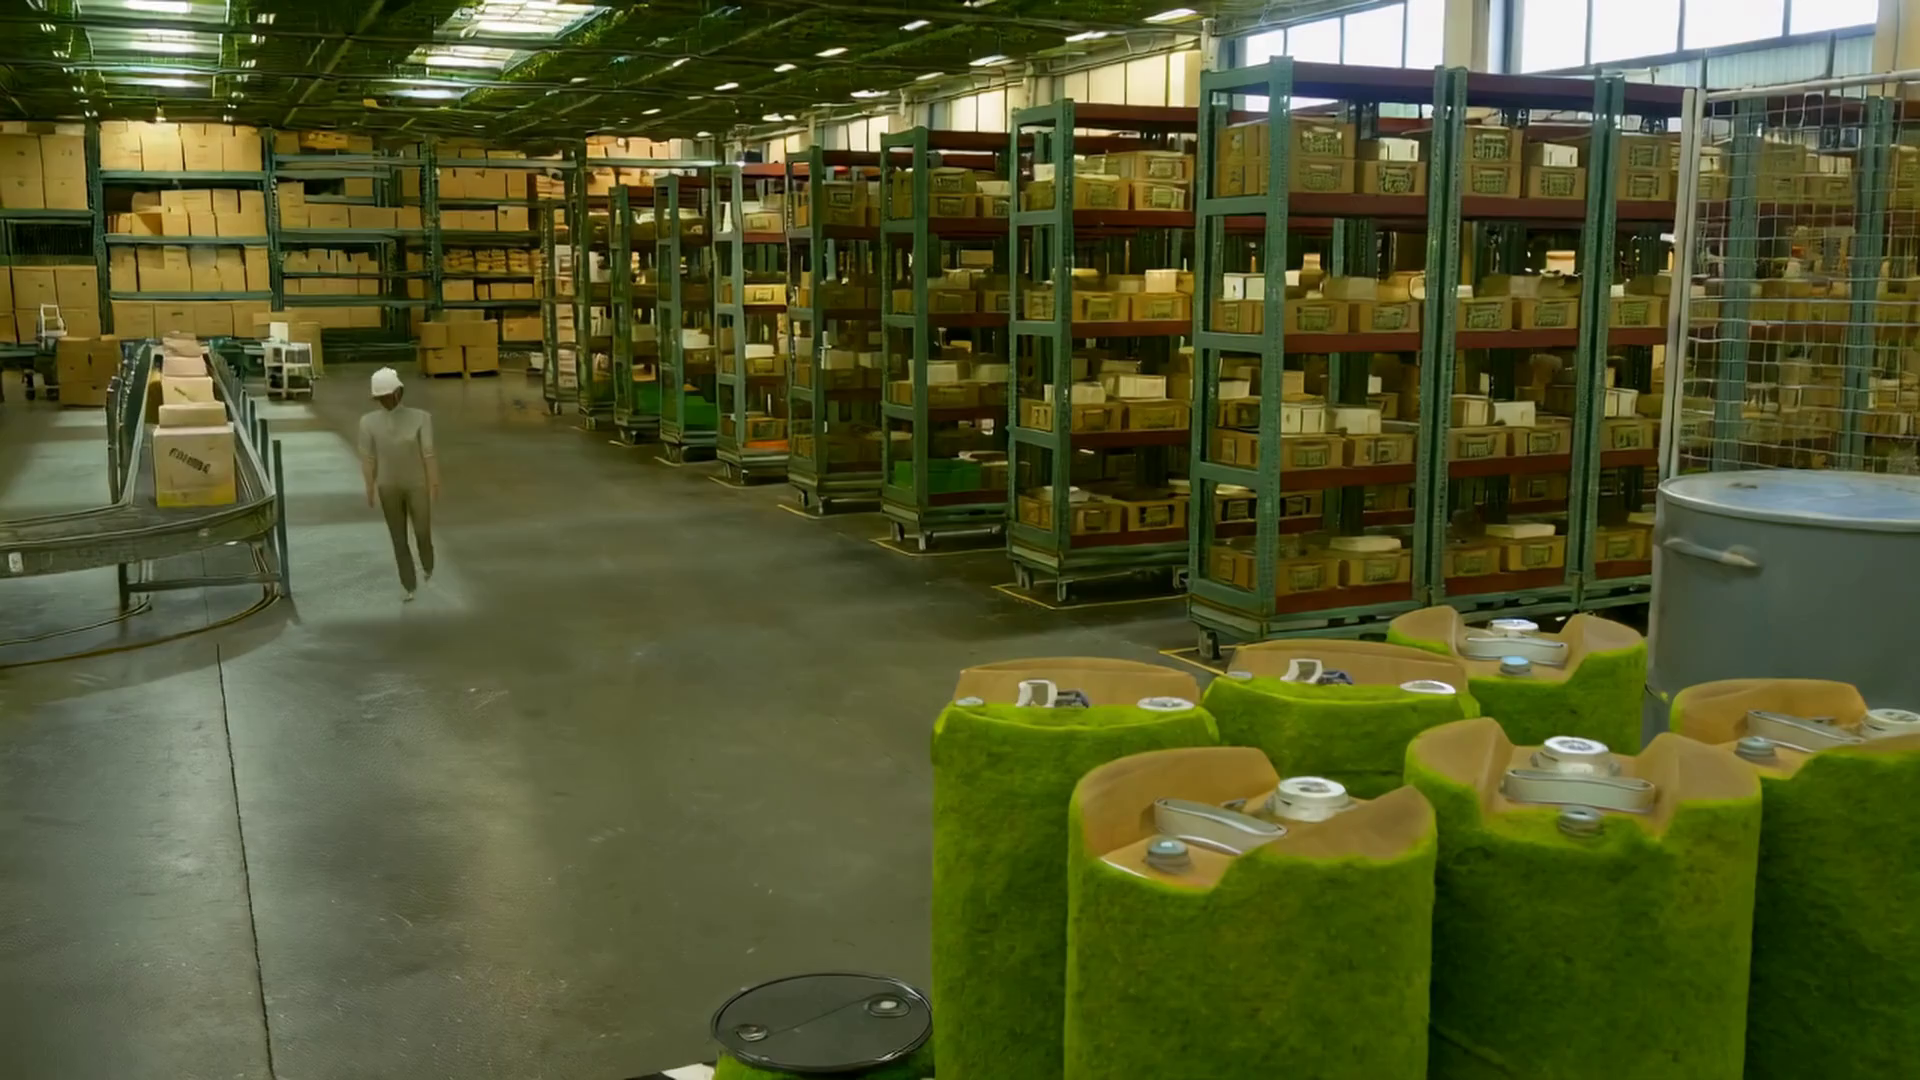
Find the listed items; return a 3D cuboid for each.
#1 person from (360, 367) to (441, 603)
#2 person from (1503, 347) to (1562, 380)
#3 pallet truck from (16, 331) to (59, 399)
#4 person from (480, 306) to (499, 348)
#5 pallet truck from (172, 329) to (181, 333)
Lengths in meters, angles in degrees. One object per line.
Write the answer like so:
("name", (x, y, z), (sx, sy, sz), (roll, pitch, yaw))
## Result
("person", (-4.068, -0.397, 12.127), (0.531, 1.737, 0.460), (-2, 9, -10))
("person", (5.652, -1.226, 16.527), (0.651, 1.965, 0.766), (3, 10, 16))
("pallet truck", (-17.082, -3.353, 31.781), (1.630, 1.274, 0.653), (-4, 10, -25))
("person", (-14.225, -6.680, 50.299), (0.609, 1.985, 0.392), (-5, 10, -28))
("pallet truck", (-17.275, -3.851, 35.096), (1.601, 1.201, 0.680), (0, 9, 1))
